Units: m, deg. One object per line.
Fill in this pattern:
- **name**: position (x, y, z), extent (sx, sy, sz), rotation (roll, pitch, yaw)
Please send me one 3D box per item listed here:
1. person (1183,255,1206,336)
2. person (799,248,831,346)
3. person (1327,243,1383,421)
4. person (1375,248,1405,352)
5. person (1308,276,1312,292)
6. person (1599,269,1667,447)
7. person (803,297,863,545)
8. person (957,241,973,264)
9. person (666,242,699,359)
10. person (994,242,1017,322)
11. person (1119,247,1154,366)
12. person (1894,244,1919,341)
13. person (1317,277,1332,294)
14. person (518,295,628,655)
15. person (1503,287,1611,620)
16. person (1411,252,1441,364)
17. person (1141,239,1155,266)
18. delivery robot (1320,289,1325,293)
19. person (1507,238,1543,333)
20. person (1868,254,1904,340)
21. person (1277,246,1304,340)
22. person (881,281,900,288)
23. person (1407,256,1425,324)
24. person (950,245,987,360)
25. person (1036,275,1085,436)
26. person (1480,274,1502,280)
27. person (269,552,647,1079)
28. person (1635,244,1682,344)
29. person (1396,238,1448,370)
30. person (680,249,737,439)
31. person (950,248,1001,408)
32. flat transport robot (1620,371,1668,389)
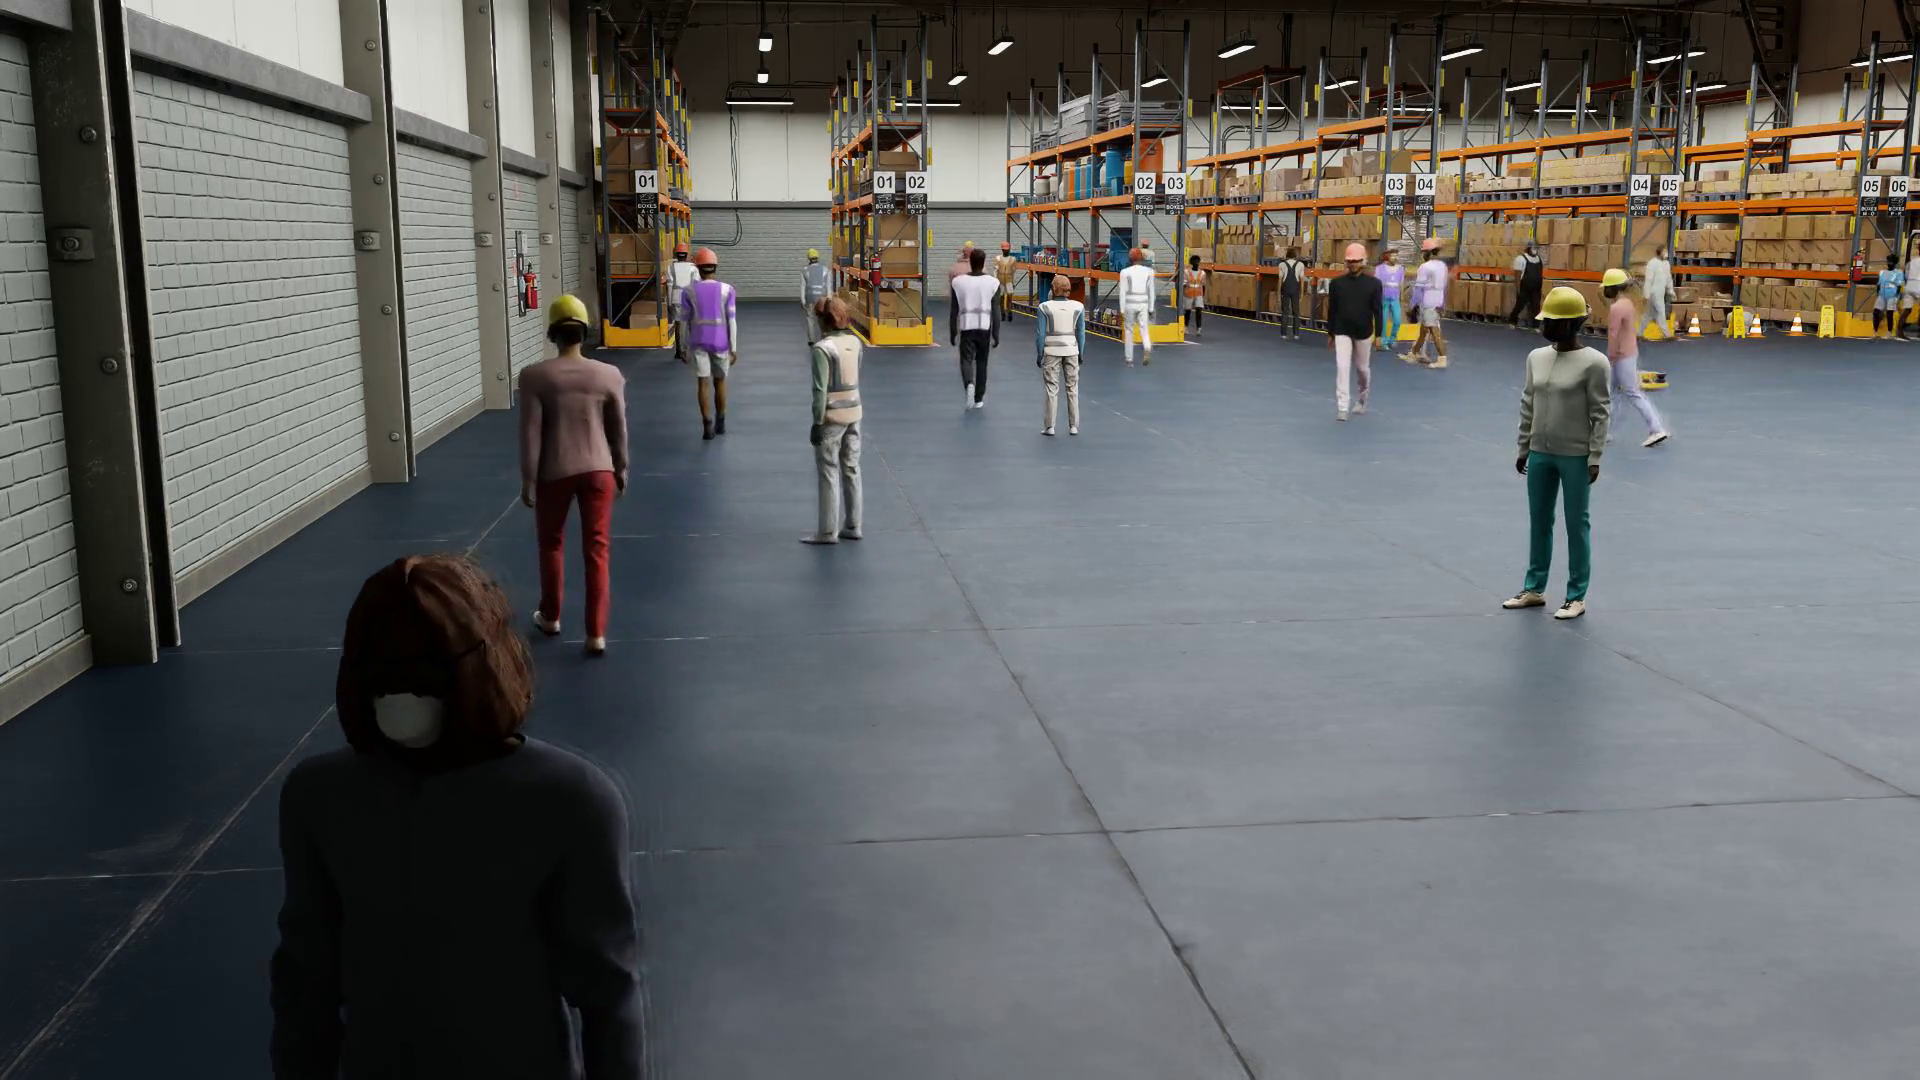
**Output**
- **person**: position (4.800, -5.040, 34.267), extent (0.531, 1.659, 0.857), rotation (0, 10, -1)
- **person**: position (-2.670, -4.469, 30.708), extent (0.600, 1.813, 0.574), rotation (-3, 11, -14)
- **person**: position (4.431, -2.340, 18.656), extent (0.619, 1.968, 0.926), rotation (4, 11, 19)
- **person**: position (7.594, -4.238, 29.424), extent (0.563, 1.830, 0.458), rotation (-2, 10, -9)
- **person**: position (10.792, -8.085, 50.305), extent (0.619, 1.904, 0.531), rotation (9, 14, 40)
- **person**: position (6.516, -1.772, 16.180), extent (0.854, 1.722, 0.528), rotation (6, 12, 30)
- **person**: position (-0.816, -0.785, 11.005), extent (0.319, 1.640, 0.522), rotation (6, 12, 30)
- **person**: position (0.206, -6.576, 41.995), extent (0.587, 1.920, 0.384), rotation (-1, 10, -4)
- **person**: position (-4.615, -3.987, 27.737), extent (0.552, 1.934, 0.373), rotation (-3, 11, -14)
- **person**: position (1.086, -6.182, 39.884), extent (0.558, 1.891, 0.941), rotation (0, 10, 0)
- **person**: position (2.754, -3.606, 25.837), extent (0.587, 1.865, 0.765), rotation (-2, 11, -12)
- **person**: position (18.703, -4.838, 32.454), extent (1.003, 1.903, 0.643), rotation (-5, 11, -25)
- **person**: position (9.314, -6.654, 42.627), extent (0.599, 1.841, 0.950), rotation (-1, 10, -5)
- **person**: position (-1.928, -0.337, 8.254), extent (0.553, 1.732, 0.818), rotation (-5, 11, -24)
- **person**: position (3.192, -0.460, 8.874), extent (0.327, 1.765, 0.528), rotation (-7, 12, -32)
- **person**: position (7.497, -3.733, 26.589), extent (0.398, 1.844, 0.514), rotation (6, 12, 30)
- **person**: position (5.598, -8.140, 50.422), extent (0.622, 1.972, 0.823), rotation (1, 10, 6)
- **delivery robot**: position (10.845, -7.283, 49.338), extent (0.707, 0.478, 0.477), rotation (-2, 10, -10)
- **person**: position (12.069, -5.433, 35.379), extent (0.686, 2.000, 0.895), rotation (-2, 11, -13)
- **person**: position (18.253, -4.780, 32.786), extent (0.483, 1.688, 0.552), rotation (-5, 12, -27)
- **person**: position (6.521, -4.868, 32.819), extent (0.517, 1.842, 0.327), rotation (1, 10, 6)
- **person**: position (-1.956, -7.516, 46.952), extent (0.598, 1.999, 1.002), rotation (-3, 11, -15)
- **person**: position (10.677, -6.028, 38.969), extent (0.551, 1.918, 0.477), rotation (-3, 11, -15)
- **person**: position (0.173, -3.826, 26.990), extent (0.669, 1.876, 0.819), rotation (3, 11, 18)
- **person**: position (1.030, -1.878, 16.990), extent (0.518, 1.640, 0.307), rotation (-2, 11, -11)
- **person**: position (14.333, -7.112, 44.863), extent (0.636, 1.938, 0.358), rotation (-2, 10, -9)
- **person**: position (-0.682, 0.805, 2.330), extent (0.519, 1.620, 0.566), rotation (2, 10, 10)
- **person**: position (13.378, -4.698, 31.780), extent (0.646, 1.886, 1.008), rotation (-9, 14, -40)
- **person**: position (7.163, -3.642, 25.672), extent (0.633, 1.988, 1.030), rotation (-9, 14, -42)
- **person**: position (-2.551, -1.988, 16.880), extent (0.565, 1.901, 0.819), rotation (-2, 10, -9)
- **person**: position (0.182, -2.480, 19.593), extent (0.598, 1.892, 0.769), rotation (0, 10, 0)
- **flat transport robot**: position (8.729, -2.192, 22.464), extent (0.652, 0.197, 1.431), rotation (-8, 13, -37)
